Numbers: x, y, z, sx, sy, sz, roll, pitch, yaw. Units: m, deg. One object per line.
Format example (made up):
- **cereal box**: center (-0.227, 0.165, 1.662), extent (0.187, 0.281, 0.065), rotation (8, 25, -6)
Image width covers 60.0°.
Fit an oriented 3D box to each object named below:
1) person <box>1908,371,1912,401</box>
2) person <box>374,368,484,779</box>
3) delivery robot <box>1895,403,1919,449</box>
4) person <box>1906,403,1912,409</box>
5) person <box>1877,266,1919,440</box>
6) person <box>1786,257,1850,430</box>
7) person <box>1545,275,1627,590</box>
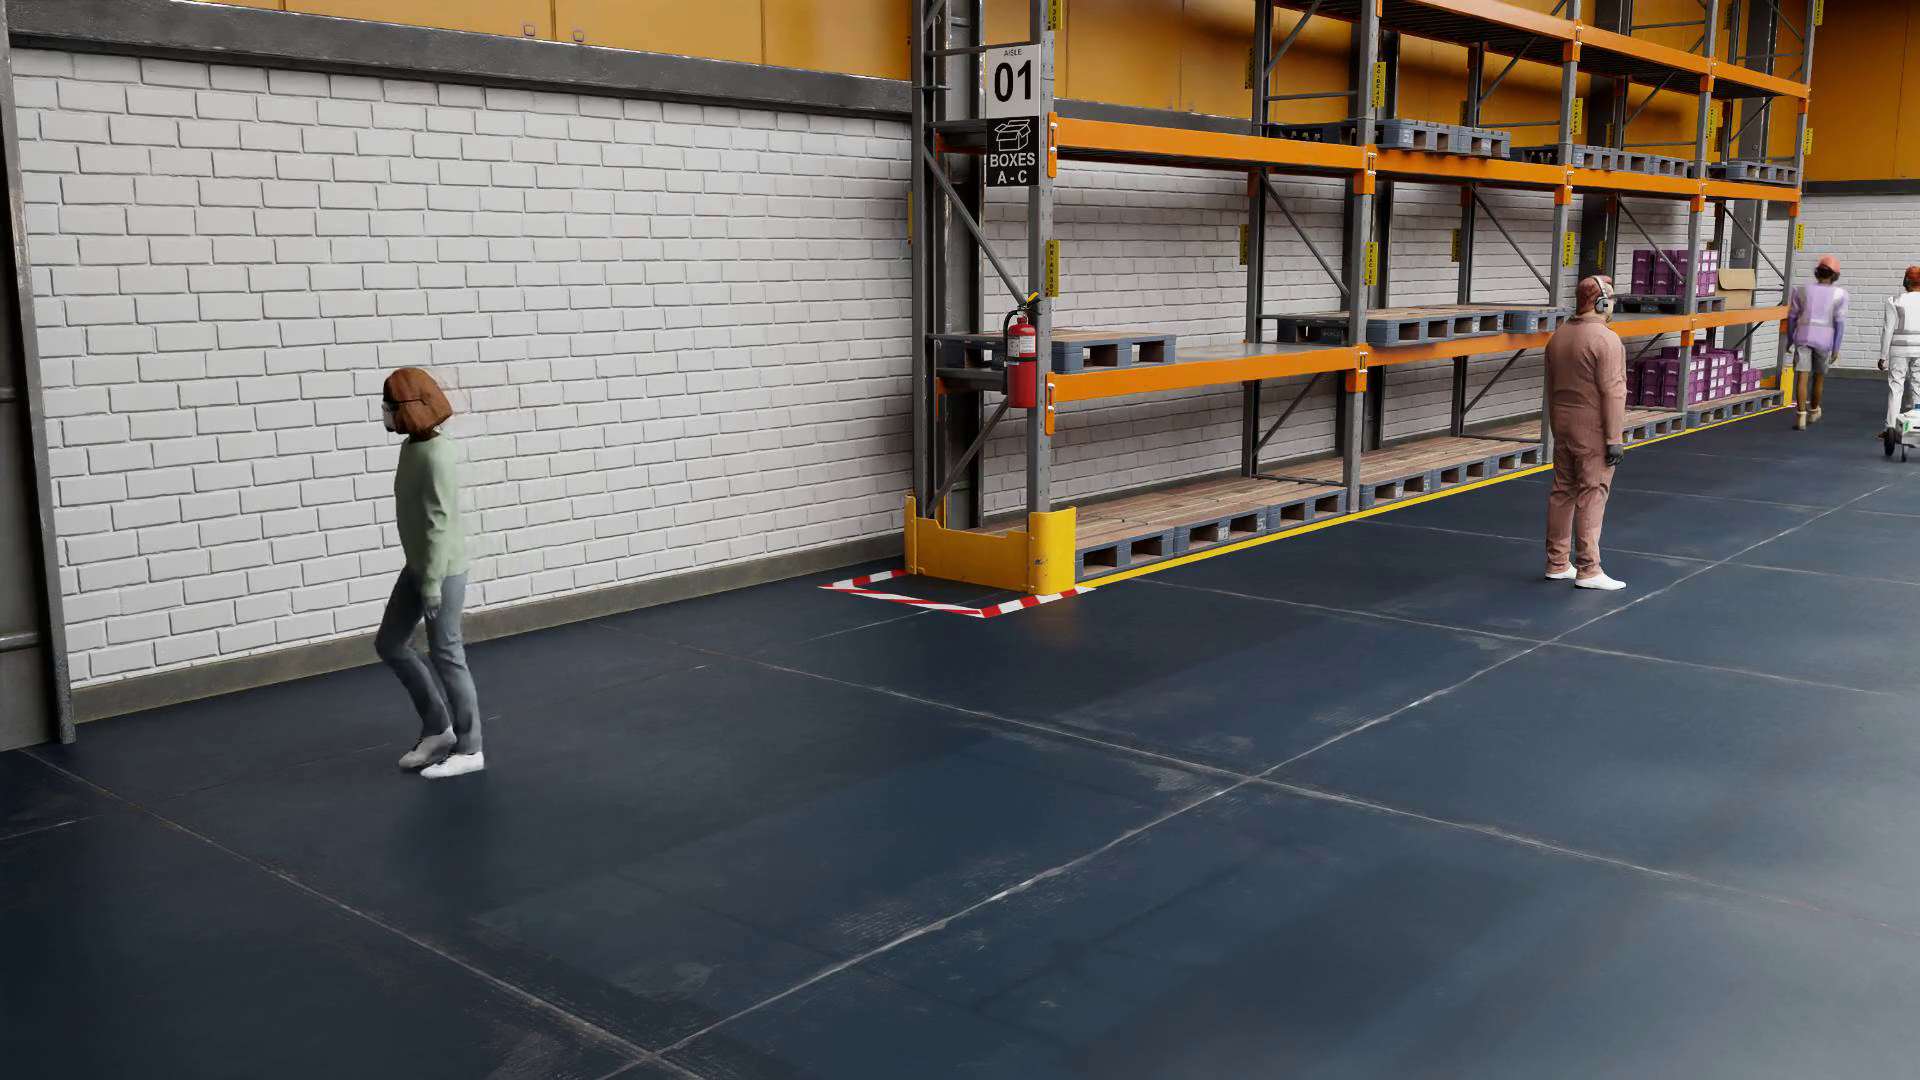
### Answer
- **person**: center (11.362, -2.254, 19.530), extent (0.639, 1.818, 0.481), rotation (2, 10, 12)
- **person**: center (-2.087, 0.140, 6.470), extent (0.440, 1.614, 0.529), rotation (-6, 12, -31)
- **delivery robot**: center (9.415, -1.105, 16.334), extent (0.477, 0.478, 0.707), rotation (4, 11, 23)
- **person**: center (12.392, -2.491, 20.927), extent (0.662, 1.824, 1.120), rotation (1, 10, 6)
- **person**: center (10.167, -1.986, 17.832), extent (0.582, 1.884, 0.351), rotation (2, 10, 9)
- **person**: center (9.888, -2.273, 19.217), extent (0.625, 1.961, 1.090), rotation (5, 11, 28)
- **person**: center (3.856, -0.657, 10.191), extent (0.410, 1.912, 0.643), rotation (-3, 10, -16)
